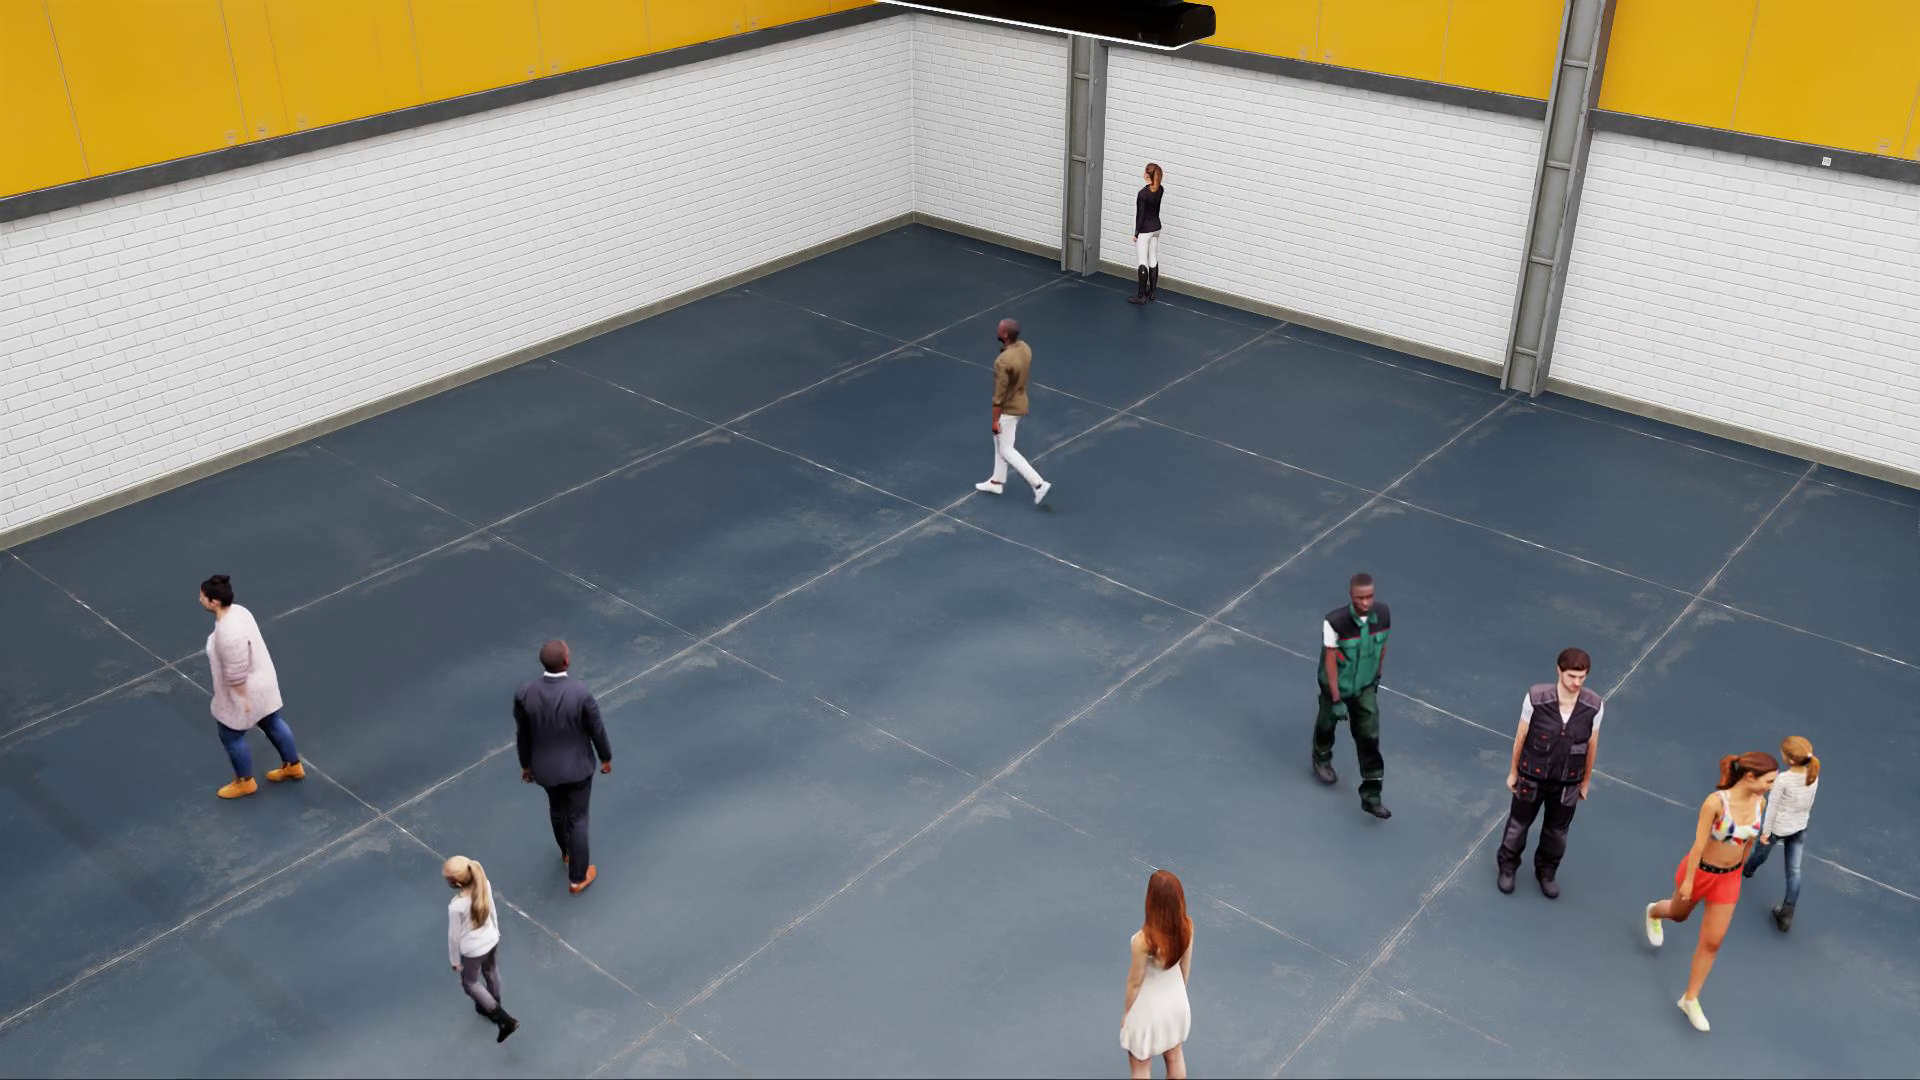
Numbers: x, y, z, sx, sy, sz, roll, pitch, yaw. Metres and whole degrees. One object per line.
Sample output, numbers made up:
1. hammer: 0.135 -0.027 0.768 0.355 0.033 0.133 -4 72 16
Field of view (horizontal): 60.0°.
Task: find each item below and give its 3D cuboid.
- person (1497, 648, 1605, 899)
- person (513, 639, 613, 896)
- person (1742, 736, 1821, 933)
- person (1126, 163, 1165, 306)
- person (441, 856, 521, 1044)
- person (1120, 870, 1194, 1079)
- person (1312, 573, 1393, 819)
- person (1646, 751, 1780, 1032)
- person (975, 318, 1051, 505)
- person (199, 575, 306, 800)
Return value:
1. person: 3.729 1.465 10.522 0.700 1.844 0.811 6 29 10
2. person: -2.531 1.486 10.527 0.908 1.803 0.971 3 29 5
3. person: 5.194 1.856 10.396 0.906 1.279 0.942 -1 29 -1
4. person: 2.272 -3.715 20.138 0.561 1.729 0.566 25 37 38
5. person: -2.714 2.345 9.512 0.735 1.267 0.568 16 33 27
6. person: 1.054 2.464 8.831 0.628 1.709 0.620 -16 32 -26
7. person: 2.618 0.973 11.481 1.064 1.789 1.222 -8 30 -15
8. person: 4.358 1.930 9.778 1.115 1.740 1.158 -1 29 -2
9. person: 0.521 -1.170 15.403 1.123 1.796 0.868 14 32 24
10. person: -4.851 0.997 11.506 0.972 1.723 0.916 -5 29 -9
